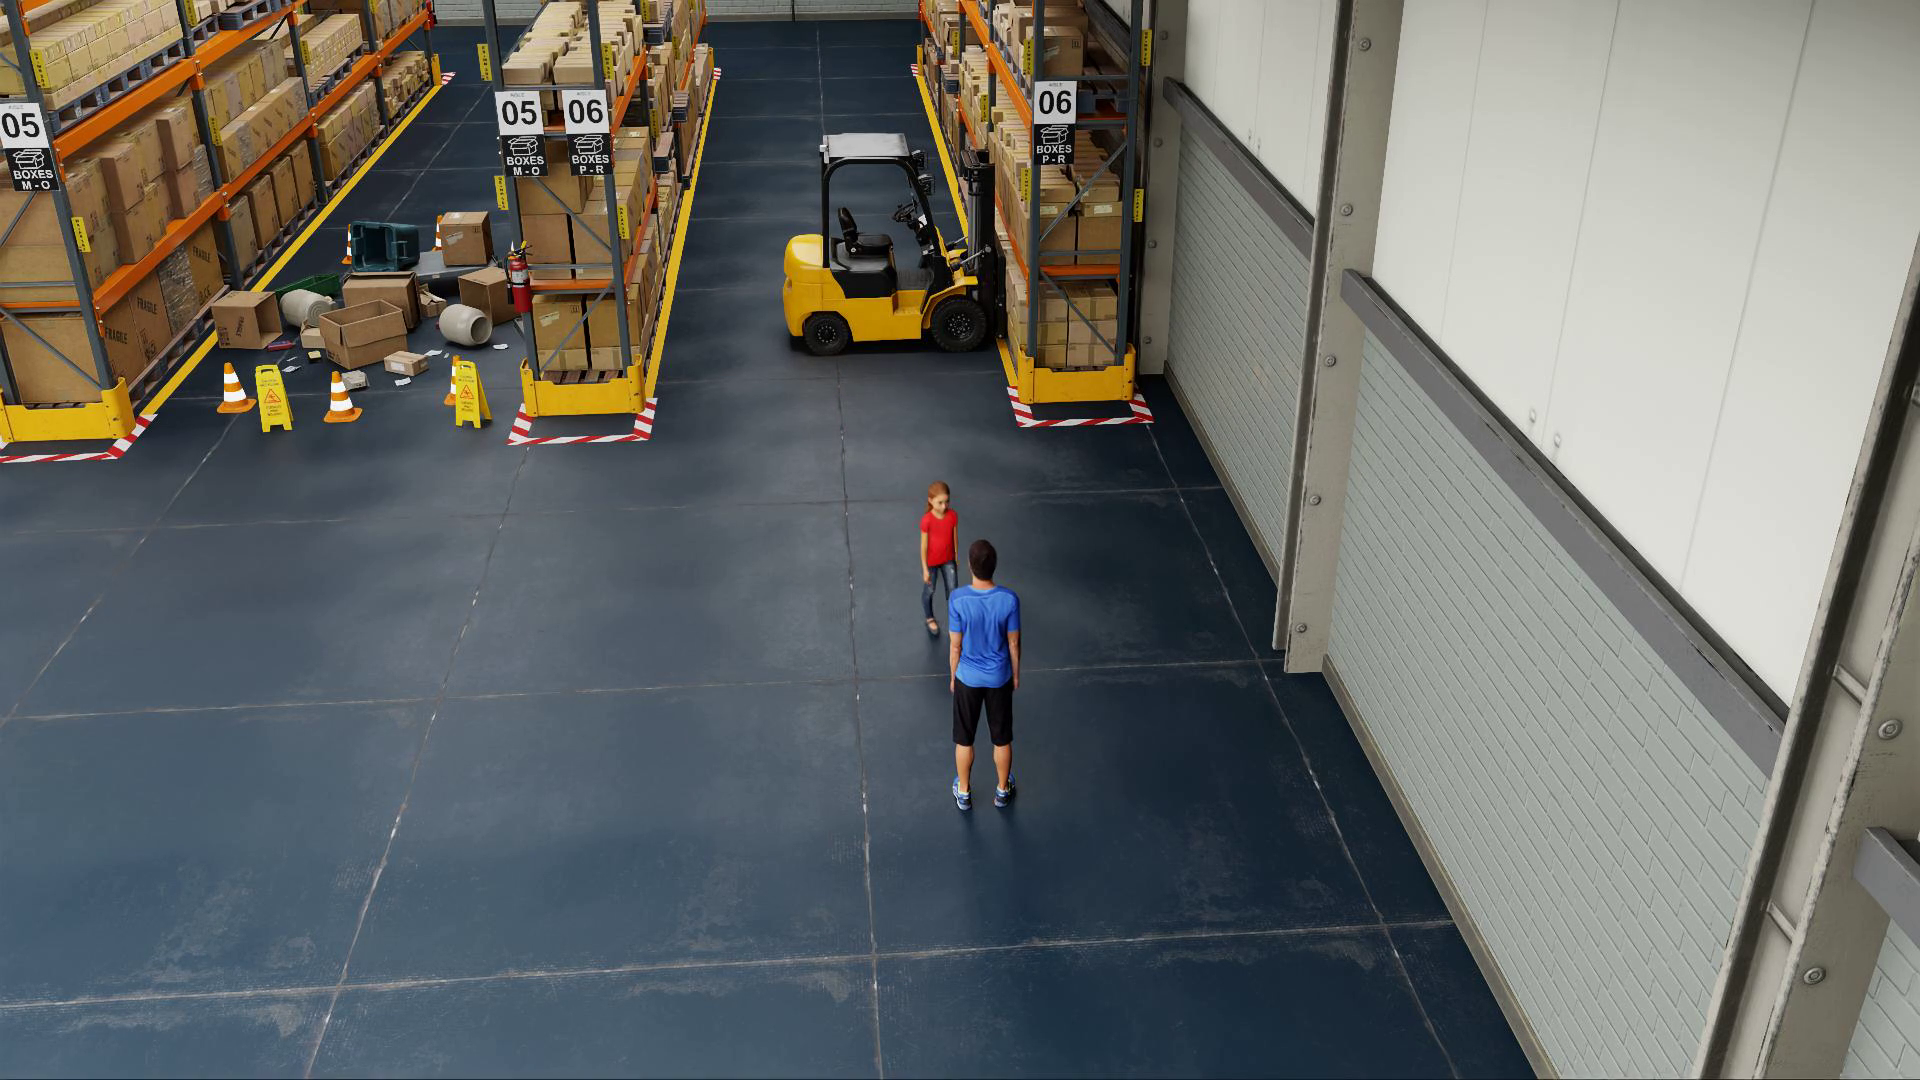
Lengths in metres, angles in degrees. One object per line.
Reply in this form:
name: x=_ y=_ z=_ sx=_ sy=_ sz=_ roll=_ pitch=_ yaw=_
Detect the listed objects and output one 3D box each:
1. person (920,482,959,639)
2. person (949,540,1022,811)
person: x=-0.191 y=0.128 z=12.526 sx=0.602 sy=1.294 sz=0.764 roll=-9 pitch=29 yaw=-17
person: x=0.147 y=0.864 z=10.469 sx=0.610 sy=1.869 sz=0.561 roll=-1 pitch=27 yaw=-2
